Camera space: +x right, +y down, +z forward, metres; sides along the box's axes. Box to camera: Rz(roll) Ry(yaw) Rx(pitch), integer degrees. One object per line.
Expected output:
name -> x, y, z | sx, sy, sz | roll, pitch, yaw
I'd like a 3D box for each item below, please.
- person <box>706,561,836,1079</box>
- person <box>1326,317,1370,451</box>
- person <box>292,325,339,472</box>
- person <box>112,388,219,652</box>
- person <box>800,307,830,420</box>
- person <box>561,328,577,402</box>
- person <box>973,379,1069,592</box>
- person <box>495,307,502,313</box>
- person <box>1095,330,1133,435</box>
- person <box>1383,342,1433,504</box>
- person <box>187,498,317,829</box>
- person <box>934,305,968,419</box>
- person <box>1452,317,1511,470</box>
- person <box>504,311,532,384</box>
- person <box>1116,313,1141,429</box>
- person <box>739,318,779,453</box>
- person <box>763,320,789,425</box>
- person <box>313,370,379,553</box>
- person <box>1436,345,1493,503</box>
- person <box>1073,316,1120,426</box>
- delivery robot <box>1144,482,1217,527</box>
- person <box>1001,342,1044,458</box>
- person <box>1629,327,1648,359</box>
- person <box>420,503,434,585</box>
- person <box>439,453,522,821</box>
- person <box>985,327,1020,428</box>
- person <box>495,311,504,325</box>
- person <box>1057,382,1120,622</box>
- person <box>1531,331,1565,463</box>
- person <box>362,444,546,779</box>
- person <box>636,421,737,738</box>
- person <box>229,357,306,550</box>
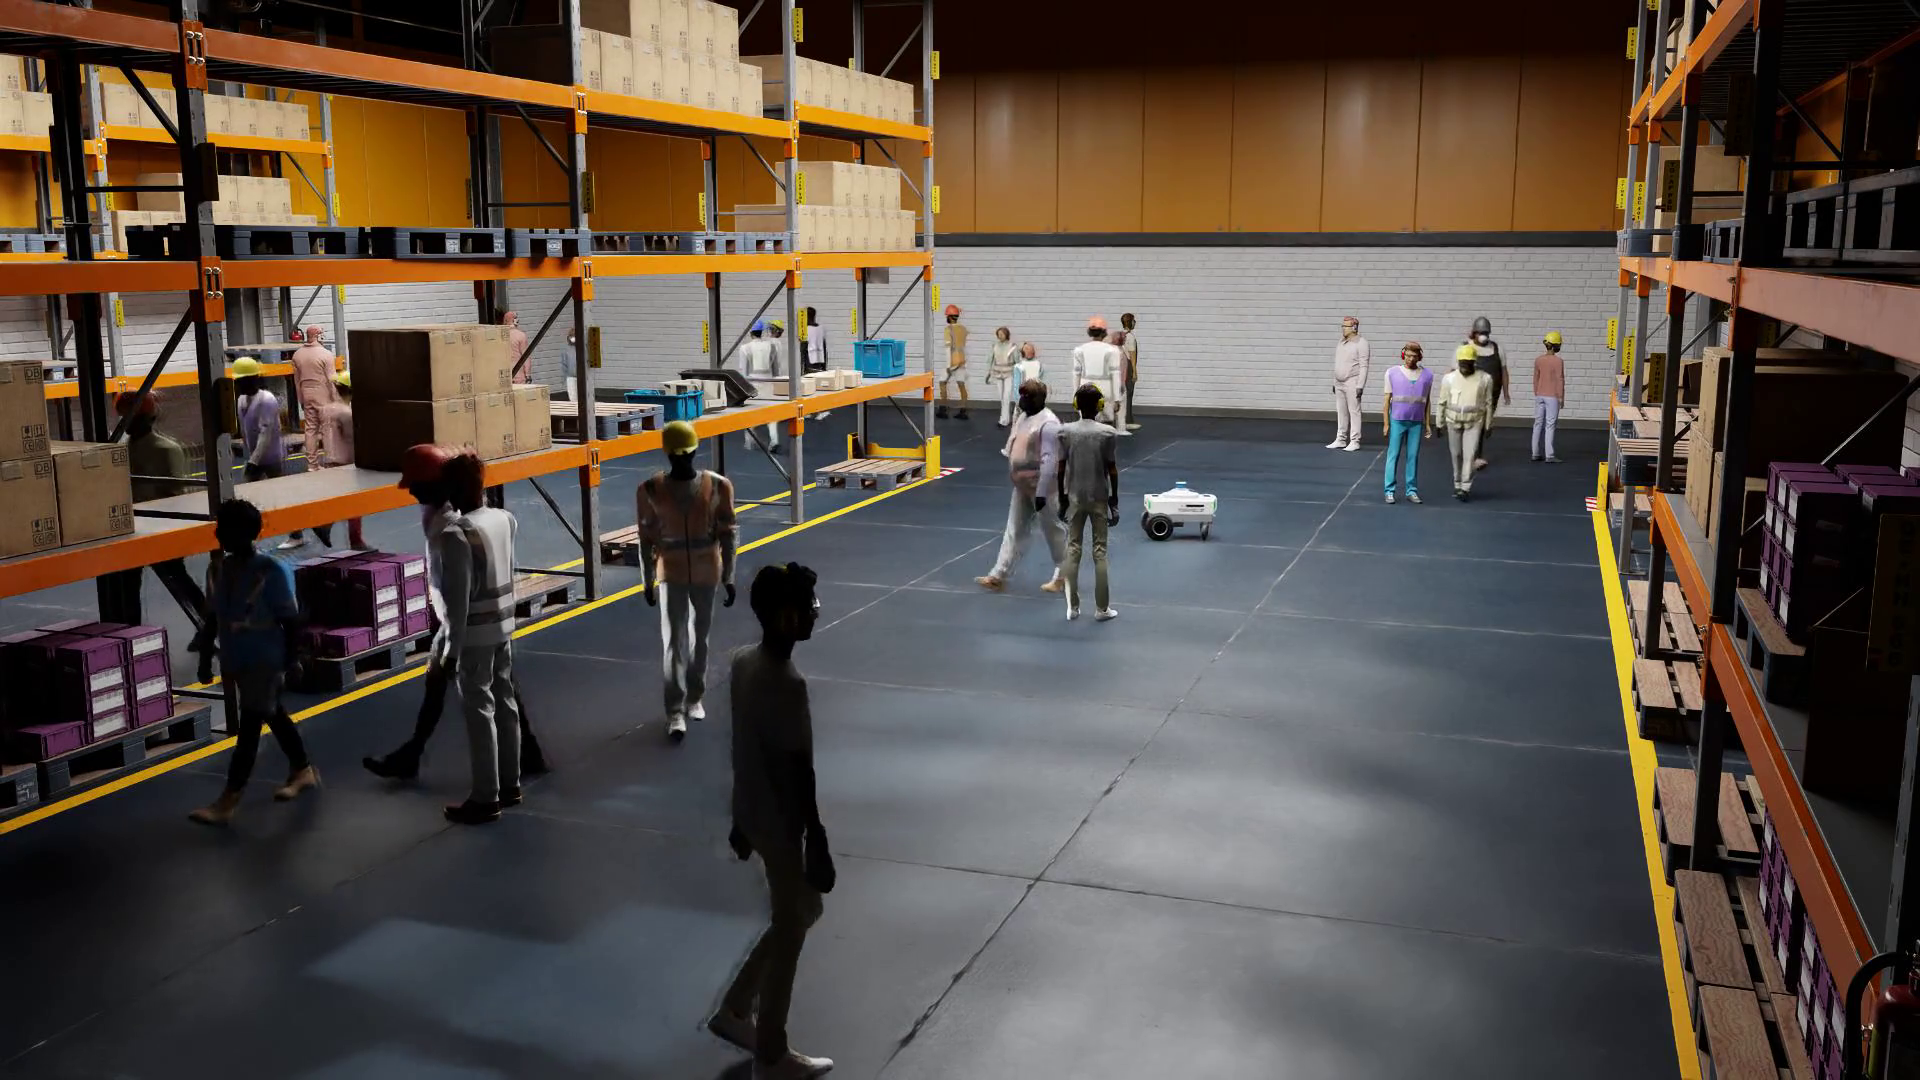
person -> -0.602, 0.994, 5.767 | 0.392, 1.856, 0.523 | -4, 11, -23
person -> 5.528, -2.222, 23.708 | 0.407, 1.910, 0.639 | -5, 11, -26
person -> -8.222, -1.807, 21.377 | 0.639, 1.908, 0.409 | 4, 11, 19
person -> -5.623, -0.105, 11.659 | 0.625, 1.958, 0.995 | 2, 10, 13
person -> -2.487, -2.967, 27.956 | 0.806, 1.894, 0.605 | 7, 12, 35
person -> -6.113, -2.591, 26.611 | 0.505, 1.617, 0.473 | 1, 10, 8
person -> 0.555, -0.434, 13.906 | 0.915, 1.805, 0.648 | -5, 11, -25
person -> -7.859, -3.027, 28.352 | 0.509, 1.872, 0.329 | 4, 11, 19
person -> 2.364, -2.402, 25.517 | 0.550, 1.621, 0.527 | -3, 11, -19
person -> 5.064, -1.325, 18.854 | 0.564, 1.837, 0.388 | -1, 10, -5
person -> -3.656, 0.609, 8.481 | 0.544, 1.640, 0.888 | 5, 11, 25
person -> -0.149, -2.999, 28.038 | 0.786, 1.912, 0.545 | 10, 14, 44
person -> 6.870, -1.963, 21.875 | 0.688, 2.000, 0.984 | -2, 10, -9
person -> -6.911, -2.592, 25.797 | 0.639, 1.908, 0.409 | 4, 11, 19
person -> 2.672, -2.690, 26.521 | 0.345, 1.847, 0.507 | -5, 11, -25
person -> -2.810, -2.172, 23.457 | 0.616, 1.914, 0.986 | -5, 11, -26
person -> -3.036, -2.734, 27.150 | 0.893, 1.696, 0.533 | -7, 12, -33
person -> -5.825, -0.729, 15.724 | 0.486, 1.741, 0.547 | -8, 13, -37
person -> 5.748, -1.331, 19.032 | 0.609, 1.785, 0.851 | 5, 11, 27
person -> 1.798, -1.883, 21.498 | 0.661, 2.009, 0.857 | 4, 11, 19
delivery robot -> 2.207, -0.339, 16.646 | 0.707, 0.478, 0.477 | 0, 10, -1
person -> 0.892, -1.871, 22.563 | 0.511, 1.604, 0.833 | -6, 12, -30
person -> 9.893, -2.261, 24.391 | 0.300, 1.745, 0.483 | -5, 11, -26
person -> -4.441, -0.569, 14.483 | 0.654, 1.877, 0.848 | 3, 10, 15
person -> -2.458, 0.491, 8.487 | 0.352, 1.887, 0.574 | 3, 10, 14
person -> 0.672, -2.596, 26.659 | 0.540, 1.594, 0.832 | 5, 11, 24
person -> -7.312, -2.694, 26.410 | 0.658, 1.910, 1.060 | 0, 10, -1
person -> 1.004, -0.294, 12.958 | 0.509, 1.872, 0.329 | 4, 11, 19
person -> 7.932, -1.916, 22.379 | 0.316, 1.769, 0.524 | -4, 11, -23
person -> -2.768, 0.403, 9.057 | 0.983, 1.870, 0.549 | -2, 10, -10
person -> -1.625, 0.232, 9.968 | 0.590, 1.882, 0.927 | -2, 10, -12
person -> -6.664, -0.792, 15.747 | 0.580, 1.870, 0.965 | 6, 12, 32
